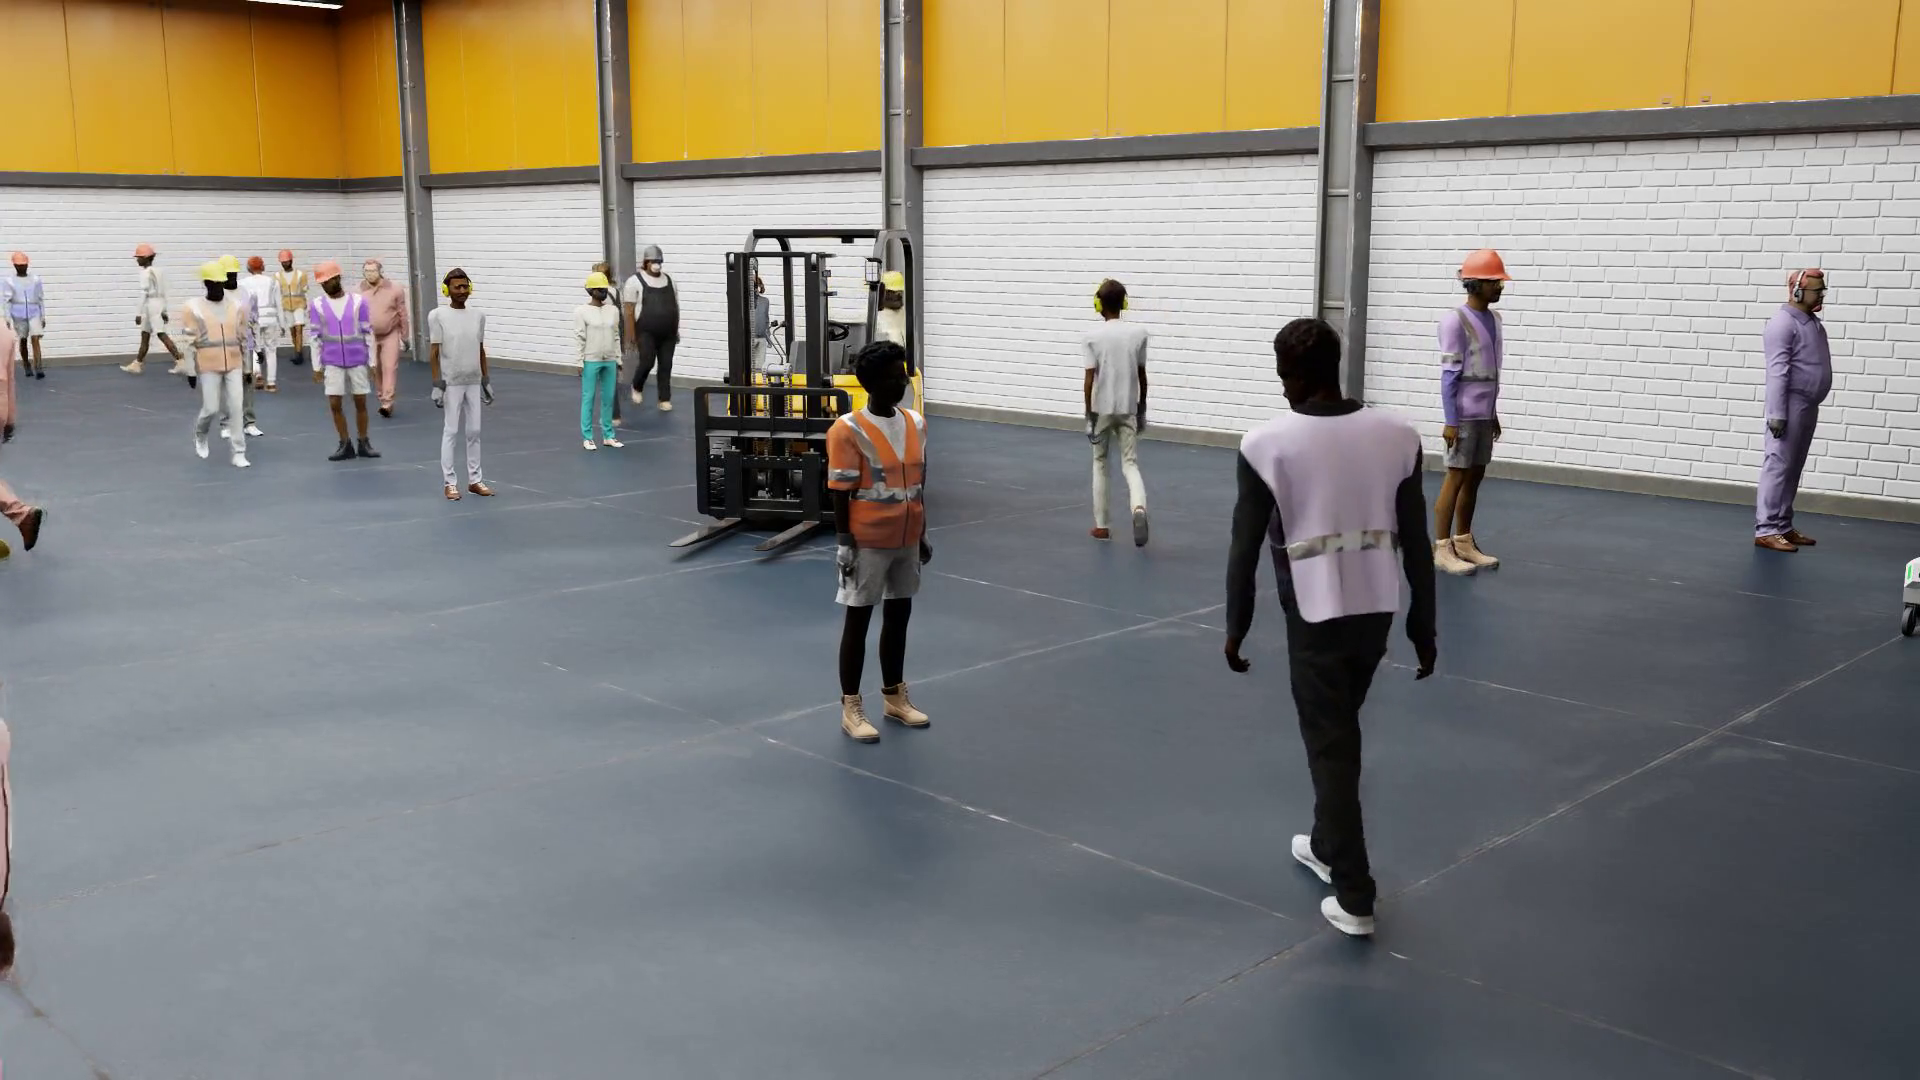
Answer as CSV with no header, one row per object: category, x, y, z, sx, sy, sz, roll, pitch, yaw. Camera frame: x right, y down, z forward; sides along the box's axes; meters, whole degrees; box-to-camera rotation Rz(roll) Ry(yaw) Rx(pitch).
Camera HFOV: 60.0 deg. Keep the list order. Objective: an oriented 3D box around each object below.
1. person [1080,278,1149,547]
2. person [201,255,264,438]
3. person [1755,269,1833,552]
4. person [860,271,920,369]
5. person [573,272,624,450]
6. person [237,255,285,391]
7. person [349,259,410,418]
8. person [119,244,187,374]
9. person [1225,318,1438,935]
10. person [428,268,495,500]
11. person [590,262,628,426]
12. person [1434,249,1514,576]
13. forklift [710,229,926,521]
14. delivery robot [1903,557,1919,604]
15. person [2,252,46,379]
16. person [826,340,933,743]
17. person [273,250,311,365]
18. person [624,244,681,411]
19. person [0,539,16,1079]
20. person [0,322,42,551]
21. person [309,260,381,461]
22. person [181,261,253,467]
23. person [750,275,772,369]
person,1.079,-0.868,11.421,0.517,1.846,0.761,-1,10,-8
person,-7.676,-2.045,17.601,0.595,1.925,0.370,-10,15,-44
person,5.696,-0.883,11.326,0.653,1.906,0.408,-10,15,-44
person,-0.629,-1.535,15.133,0.597,1.819,0.467,-8,13,-39
person,-3.596,-1.784,16.621,0.534,1.767,0.315,-10,15,-44
person,-9.527,-2.944,22.669,0.600,1.868,0.458,-5,11,-25
person,-6.855,-2.371,19.596,0.656,1.848,1.003,-1,10,-7
person,-12.382,-3.518,25.473,1.050,1.992,0.631,-1,10,-8
person,1.154,0.250,5.247,0.612,1.870,0.842,-3,11,-14
person,-4.036,-1.262,13.508,0.535,1.864,0.314,-10,15,-44
person,-4.001,-2.184,18.624,0.516,1.828,0.550,5,11,23
person,3.259,-0.804,10.520,0.615,2.042,0.378,-10,15,-44
forklift,-1.050,-1.319,12.920,1.214,2.155,2.313,2,11,13
delivery robot,5.366,0.182,8.948,0.707,0.478,0.477,-10,14,-44
person,-13.983,-3.354,24.877,0.561,1.879,1.015,-7,13,-35
person,-0.329,0.000,7.078,0.541,1.696,0.315,-10,15,-44
person,-11.062,-3.842,27.511,0.554,1.881,0.971,-1,10,-7
person,-3.717,-2.589,20.261,0.679,2.000,0.658,-7,13,-34
person,-1.815,0.746,2.945,0.350,1.729,0.628,-5,11,-23
person,-6.511,-0.817,11.091,0.791,1.878,0.655,2,11,9
person,-5.835,-1.690,15.780,0.594,1.898,0.497,-3,11,-15
person,-6.899,-1.629,15.422,0.591,1.906,0.706,-10,14,-43
person,-2.606,-2.550,21.161,0.508,1.632,0.271,-10,15,-44
